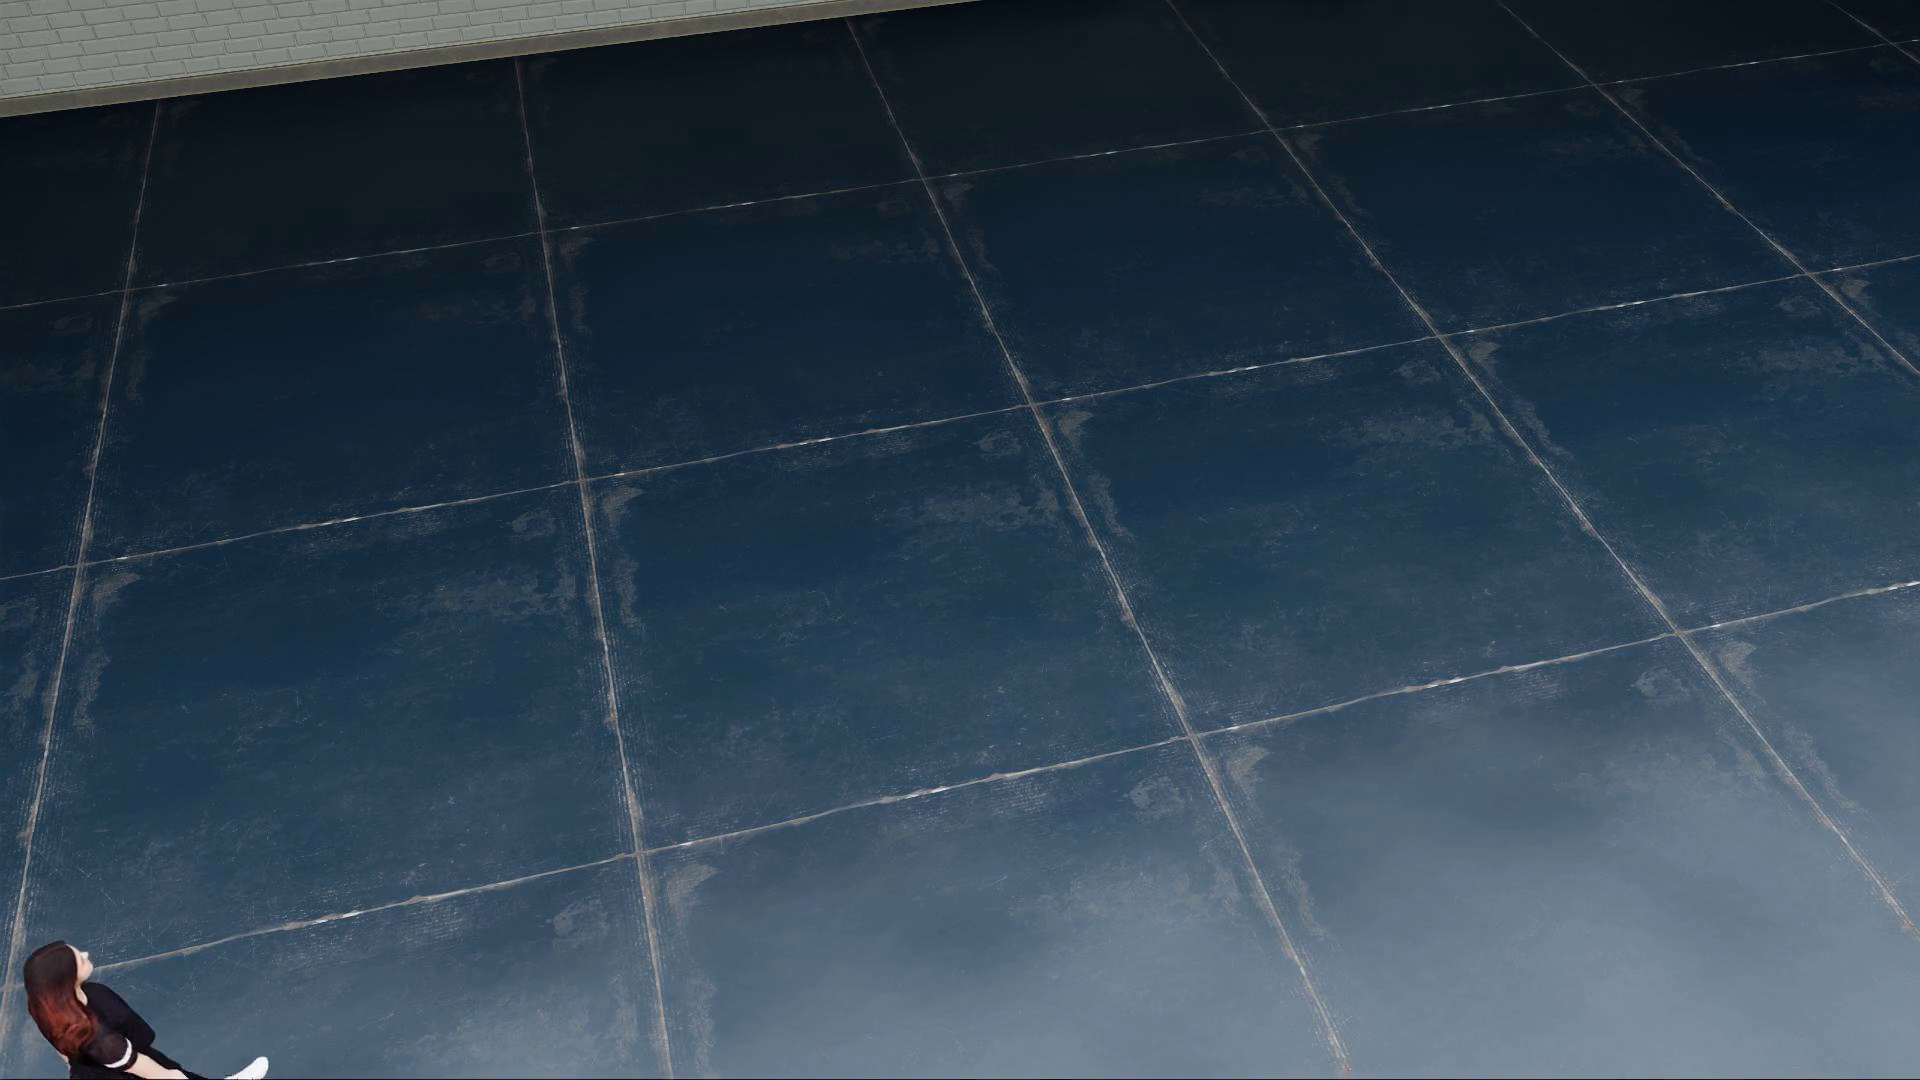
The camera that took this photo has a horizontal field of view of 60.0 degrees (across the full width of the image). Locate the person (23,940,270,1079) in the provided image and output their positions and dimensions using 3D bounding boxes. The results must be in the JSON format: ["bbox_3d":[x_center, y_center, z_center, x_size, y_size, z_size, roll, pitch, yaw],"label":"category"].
[{"bbox_3d":[-3.445,2.220,6.647,1.123,1.586,1.105,27,49,26],"label":"person"}]
